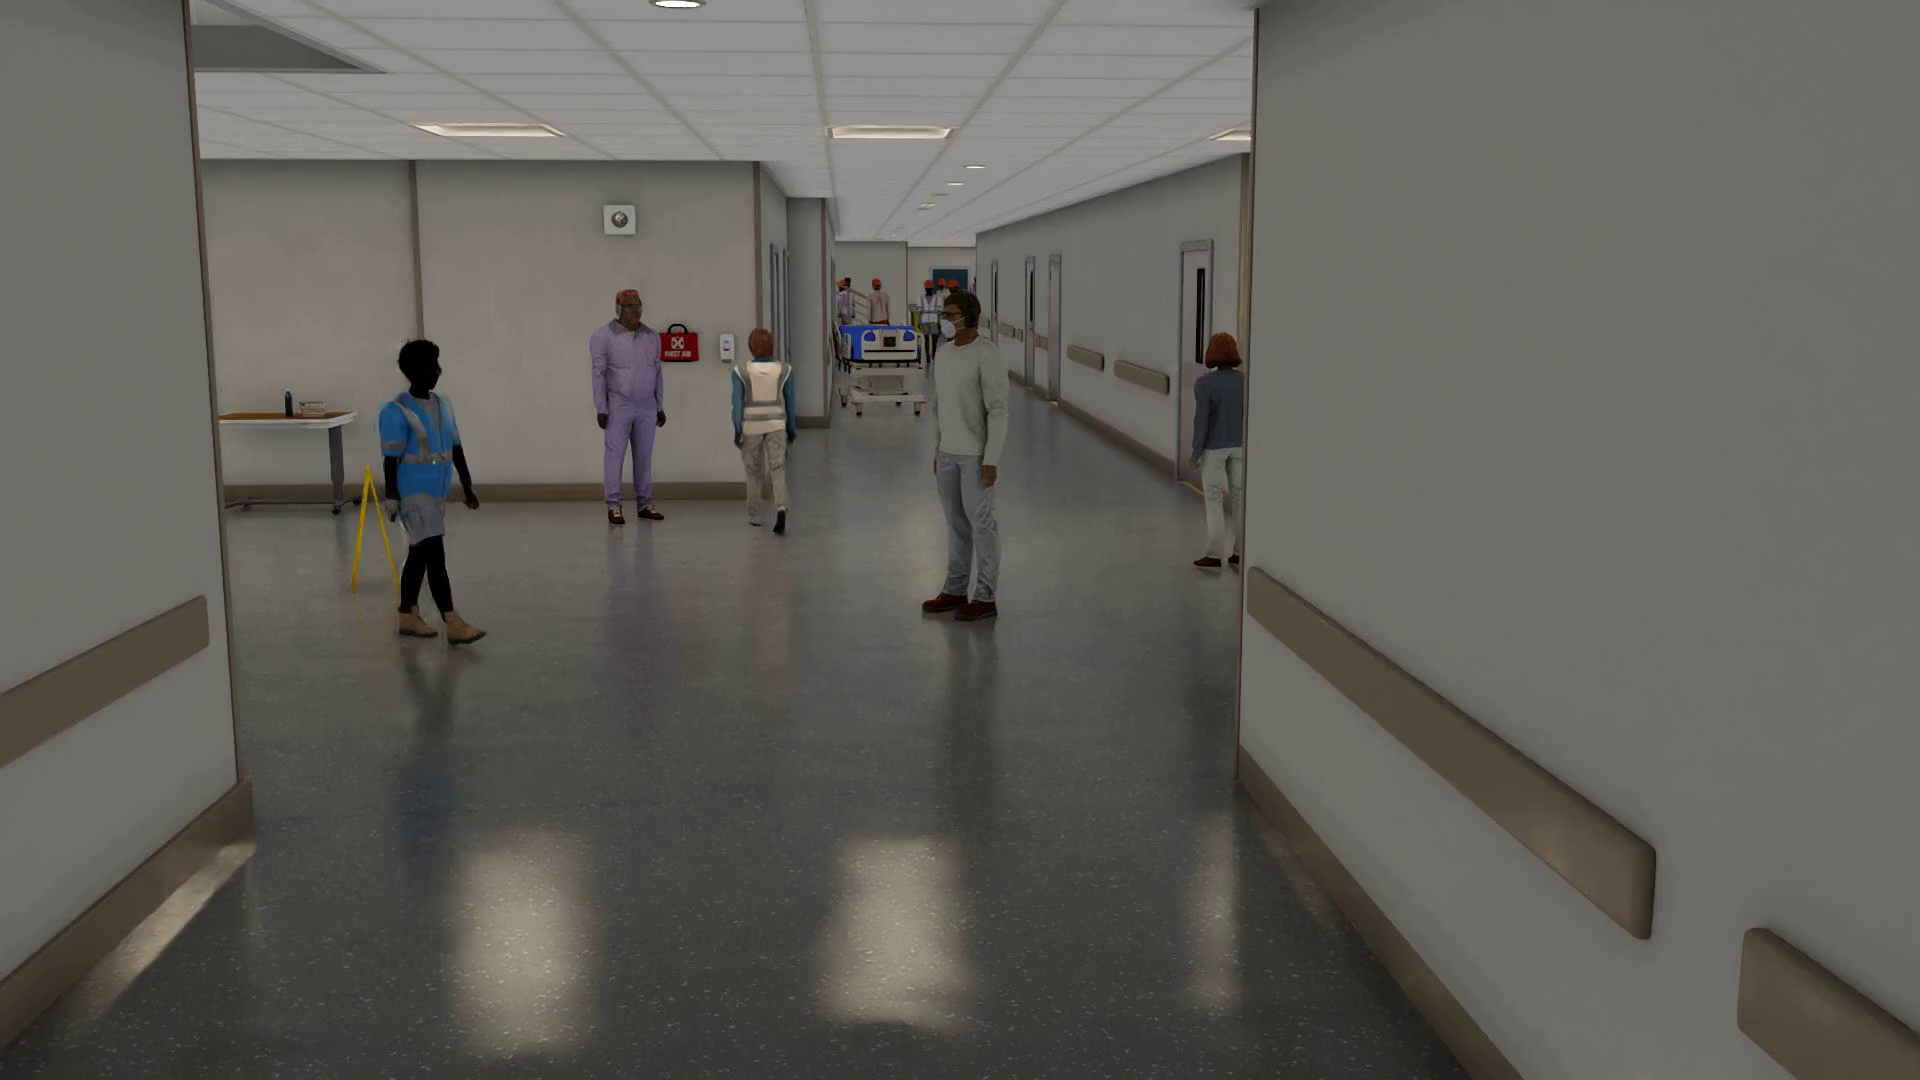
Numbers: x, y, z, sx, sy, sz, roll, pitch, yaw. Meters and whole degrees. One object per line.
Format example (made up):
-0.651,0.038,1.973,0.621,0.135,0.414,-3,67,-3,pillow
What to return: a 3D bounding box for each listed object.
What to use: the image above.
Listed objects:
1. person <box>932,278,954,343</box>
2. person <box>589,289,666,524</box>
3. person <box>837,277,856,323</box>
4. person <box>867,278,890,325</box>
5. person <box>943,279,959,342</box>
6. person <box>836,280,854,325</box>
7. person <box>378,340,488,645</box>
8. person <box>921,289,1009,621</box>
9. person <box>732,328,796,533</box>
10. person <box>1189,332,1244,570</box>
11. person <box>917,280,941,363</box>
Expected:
-0.483,-6.883,49.958,0.608,1.931,1.020,6,11,32,person
-2.695,-1.093,13.643,0.641,1.909,0.409,-8,12,-39,person
-3.295,-6.661,48.415,0.612,1.962,0.363,-8,12,-40,person
-1.973,-5.411,40.611,0.612,1.966,0.965,-3,9,-16,person
-0.145,-4.811,36.886,0.552,1.937,0.356,4,10,25,person
-3.356,-6.488,47.595,0.987,1.870,0.628,6,11,31,person
-2.843,-0.252,9.124,0.784,1.666,0.538,3,9,17,person
0.039,-0.496,9.790,0.376,1.940,0.629,-6,11,-35,person
-1.540,-0.871,13.179,0.526,1.608,0.780,-3,9,-17,person
1.807,-0.613,11.482,0.507,1.631,0.281,-5,10,-27,person
-0.714,-5.053,38.457,0.552,1.917,0.411,1,9,3,person
